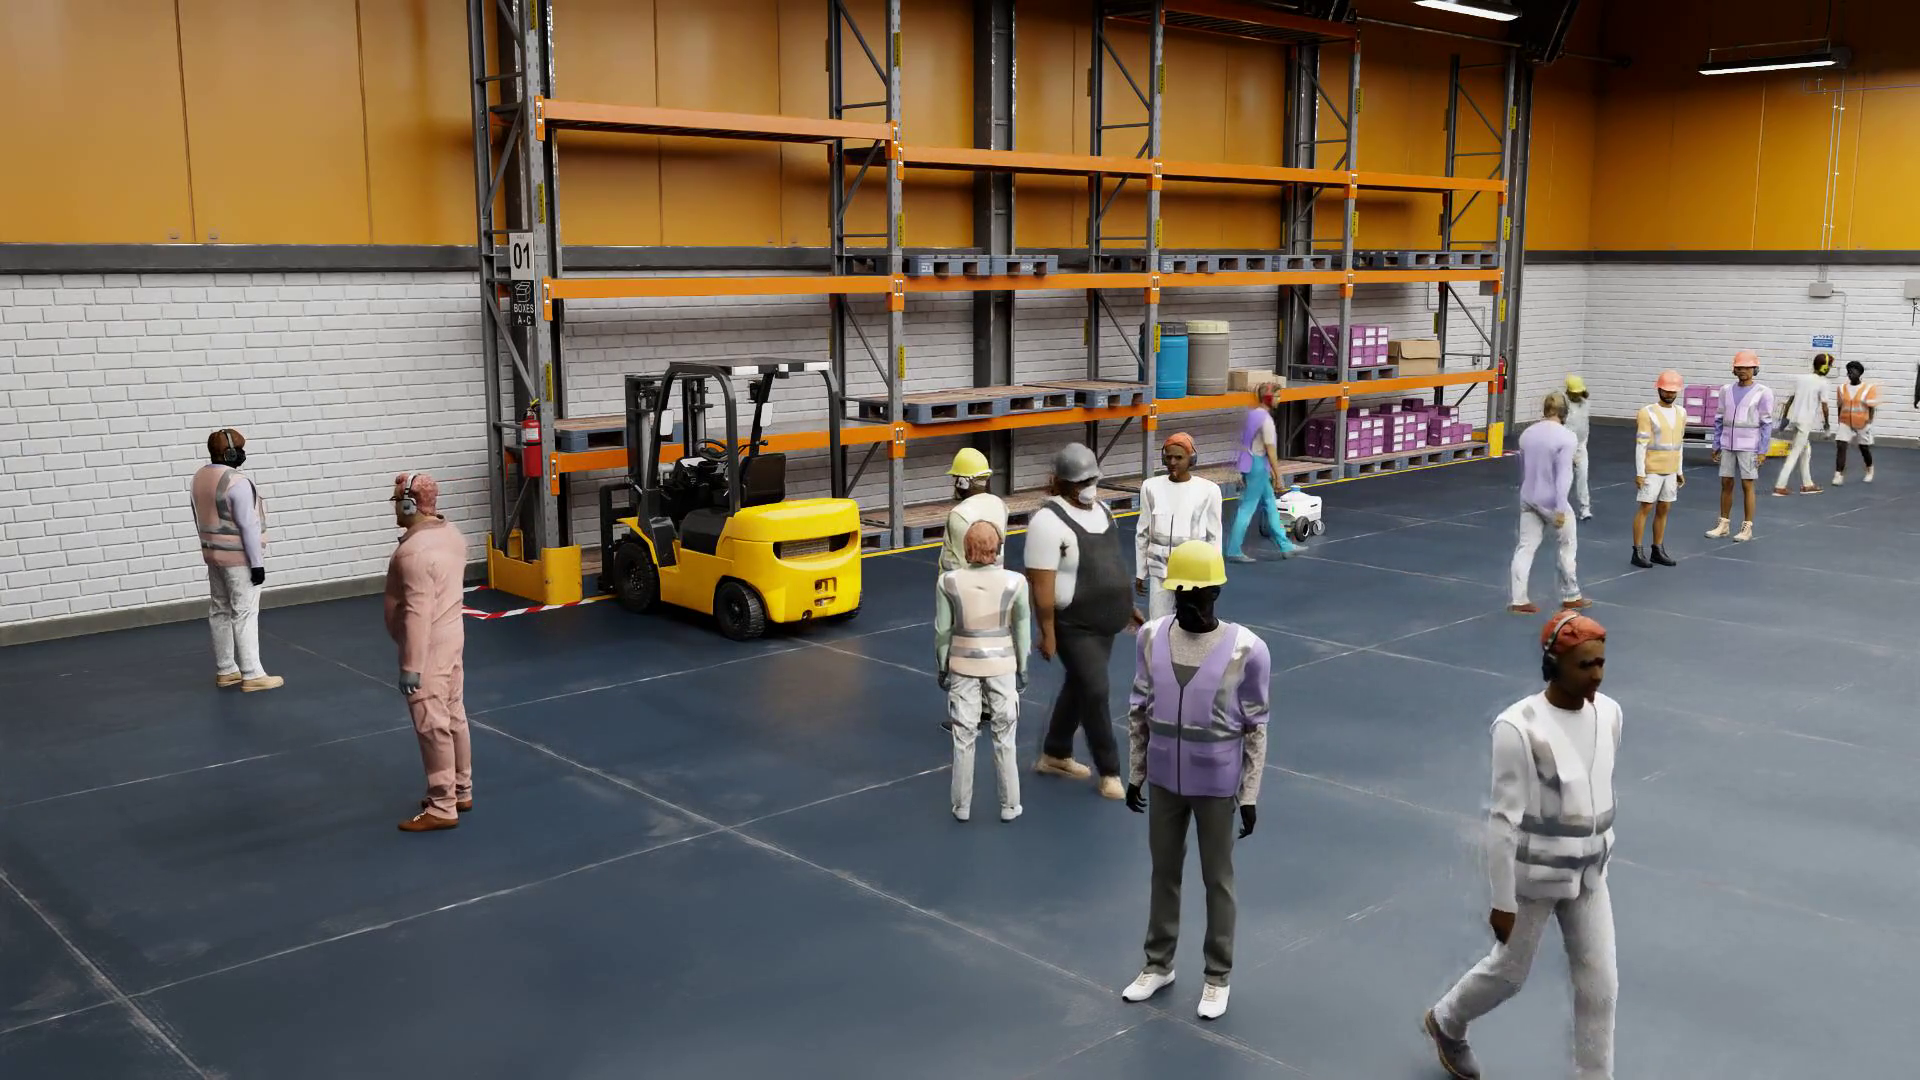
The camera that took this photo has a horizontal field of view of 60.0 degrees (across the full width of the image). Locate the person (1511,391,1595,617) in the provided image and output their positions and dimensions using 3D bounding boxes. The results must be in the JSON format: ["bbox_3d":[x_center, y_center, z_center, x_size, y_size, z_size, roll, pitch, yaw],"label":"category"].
[{"bbox_3d":[5.028,-0.302,14.050,0.927,1.897,0.645,-5,11,-25],"label":"person"}]

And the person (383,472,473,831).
[{"bbox_3d":[-2.841,0.587,8.835,0.402,1.906,0.652,0,10,2],"label":"person"}]

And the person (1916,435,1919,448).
[{"bbox_3d":[11.727,-1.260,19.790,0.549,1.857,0.494,9,13,44],"label":"person"}]

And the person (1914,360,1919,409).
[{"bbox_3d":[14.438,-2.086,24.563,0.593,1.887,0.888,5,11,26],"label":"person"}]

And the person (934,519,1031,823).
[{"bbox_3d":[0.120,0.708,8.907,0.515,1.640,0.315,1,10,5],"label":"person"}]

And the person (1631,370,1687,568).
[{"bbox_3d":[6.852,-0.691,16.232,0.550,1.933,0.370,-3,10,-18],"label":"person"}]

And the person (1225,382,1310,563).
[{"bbox_3d":[3.058,-0.649,16.358,0.919,1.797,0.596,0,10,0],"label":"person"}]

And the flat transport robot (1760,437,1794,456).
[{"bbox_3d":[12.262,-1.475,25.691,0.652,0.197,1.431,-1,10,-6],"label":"flat transport robot"}]

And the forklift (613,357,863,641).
[{"bbox_3d":[-1.847,-0.414,13.852,1.214,2.155,2.313,-9,13,-42],"label":"forklift"}]

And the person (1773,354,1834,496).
[{"bbox_3d":[10.738,-1.452,21.058,0.887,1.799,0.529,-3,10,-17],"label":"person"}]

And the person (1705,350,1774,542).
[{"bbox_3d":[8.298,-1.001,17.722,0.369,2.044,0.615,-6,12,-33],"label":"person"}]

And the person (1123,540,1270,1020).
[{"bbox_3d":[0.932,0.948,6.658,0.584,1.929,0.371,6,11,31],"label":"person"}]

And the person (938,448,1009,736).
[{"bbox_3d":[0.070,0.326,10.577,0.404,1.830,0.603,5,11,29],"label":"person"}]

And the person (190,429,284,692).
[{"bbox_3d":[-5.072,0.140,11.644,0.627,1.844,0.429,6,12,33],"label":"person"}]

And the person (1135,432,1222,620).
[{"bbox_3d":[1.433,0.226,11.011,0.584,1.883,0.345,5,11,25],"label":"person"}]

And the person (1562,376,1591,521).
[{"bbox_3d":[7.042,-1.058,19.118,0.521,1.674,0.767,-3,10,-15],"label":"person"}]

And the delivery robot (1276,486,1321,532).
[{"bbox_3d":[3.616,-0.343,17.960,0.477,0.478,0.707,7,12,37],"label":"delivery robot"}]

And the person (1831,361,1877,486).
[{"bbox_3d":[11.954,-1.562,22.143,0.826,1.661,0.552,-8,13,-40],"label":"person"}]

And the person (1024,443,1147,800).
[{"bbox_3d":[0.714,0.414,9.457,0.684,2.000,0.742,6,12,33],"label":"person"}]

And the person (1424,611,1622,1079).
[{"bbox_3d":[2.011,1.142,5.780,0.587,1.849,0.935,-5,11,-25],"label":"person"}]
